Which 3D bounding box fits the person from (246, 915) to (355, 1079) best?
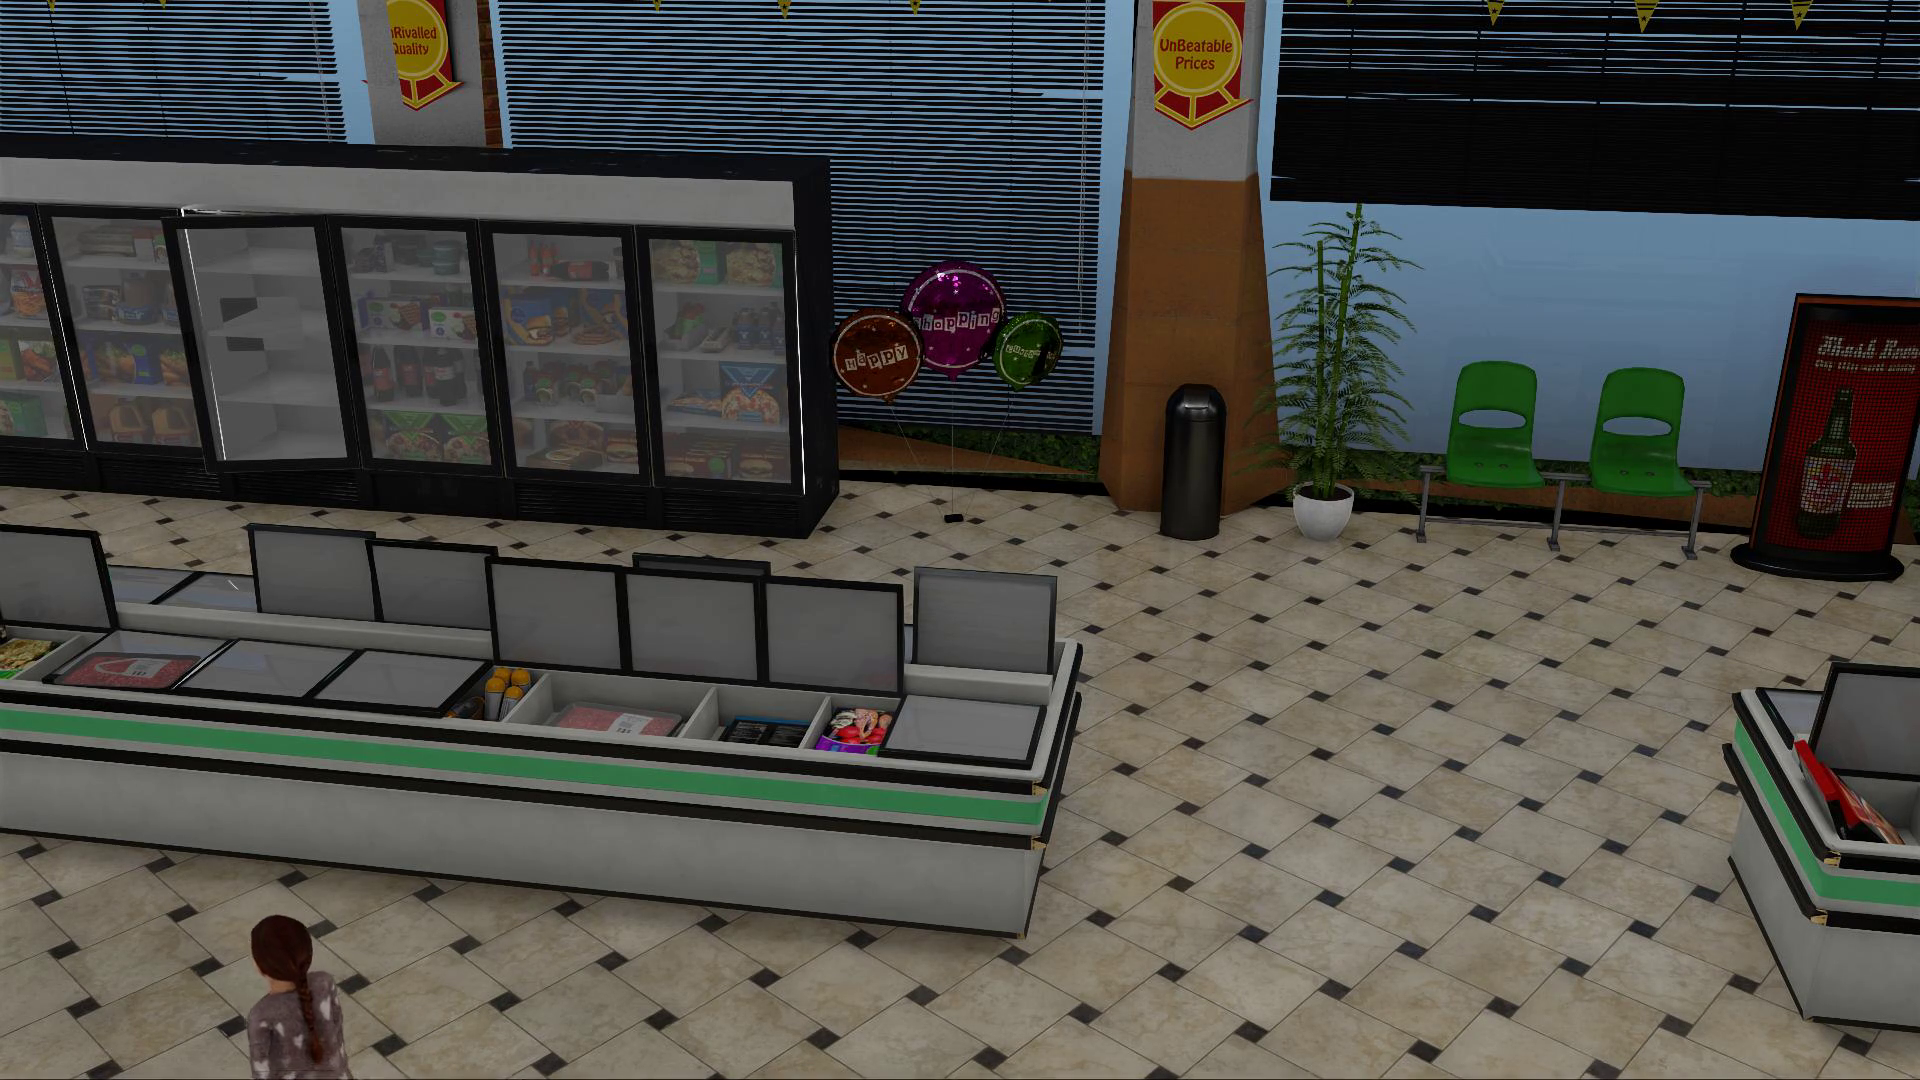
[{"bbox_3d":[-1.927,1.677,4.988,0.785,1.180,0.673,16,27,34],"label":"person"}]
